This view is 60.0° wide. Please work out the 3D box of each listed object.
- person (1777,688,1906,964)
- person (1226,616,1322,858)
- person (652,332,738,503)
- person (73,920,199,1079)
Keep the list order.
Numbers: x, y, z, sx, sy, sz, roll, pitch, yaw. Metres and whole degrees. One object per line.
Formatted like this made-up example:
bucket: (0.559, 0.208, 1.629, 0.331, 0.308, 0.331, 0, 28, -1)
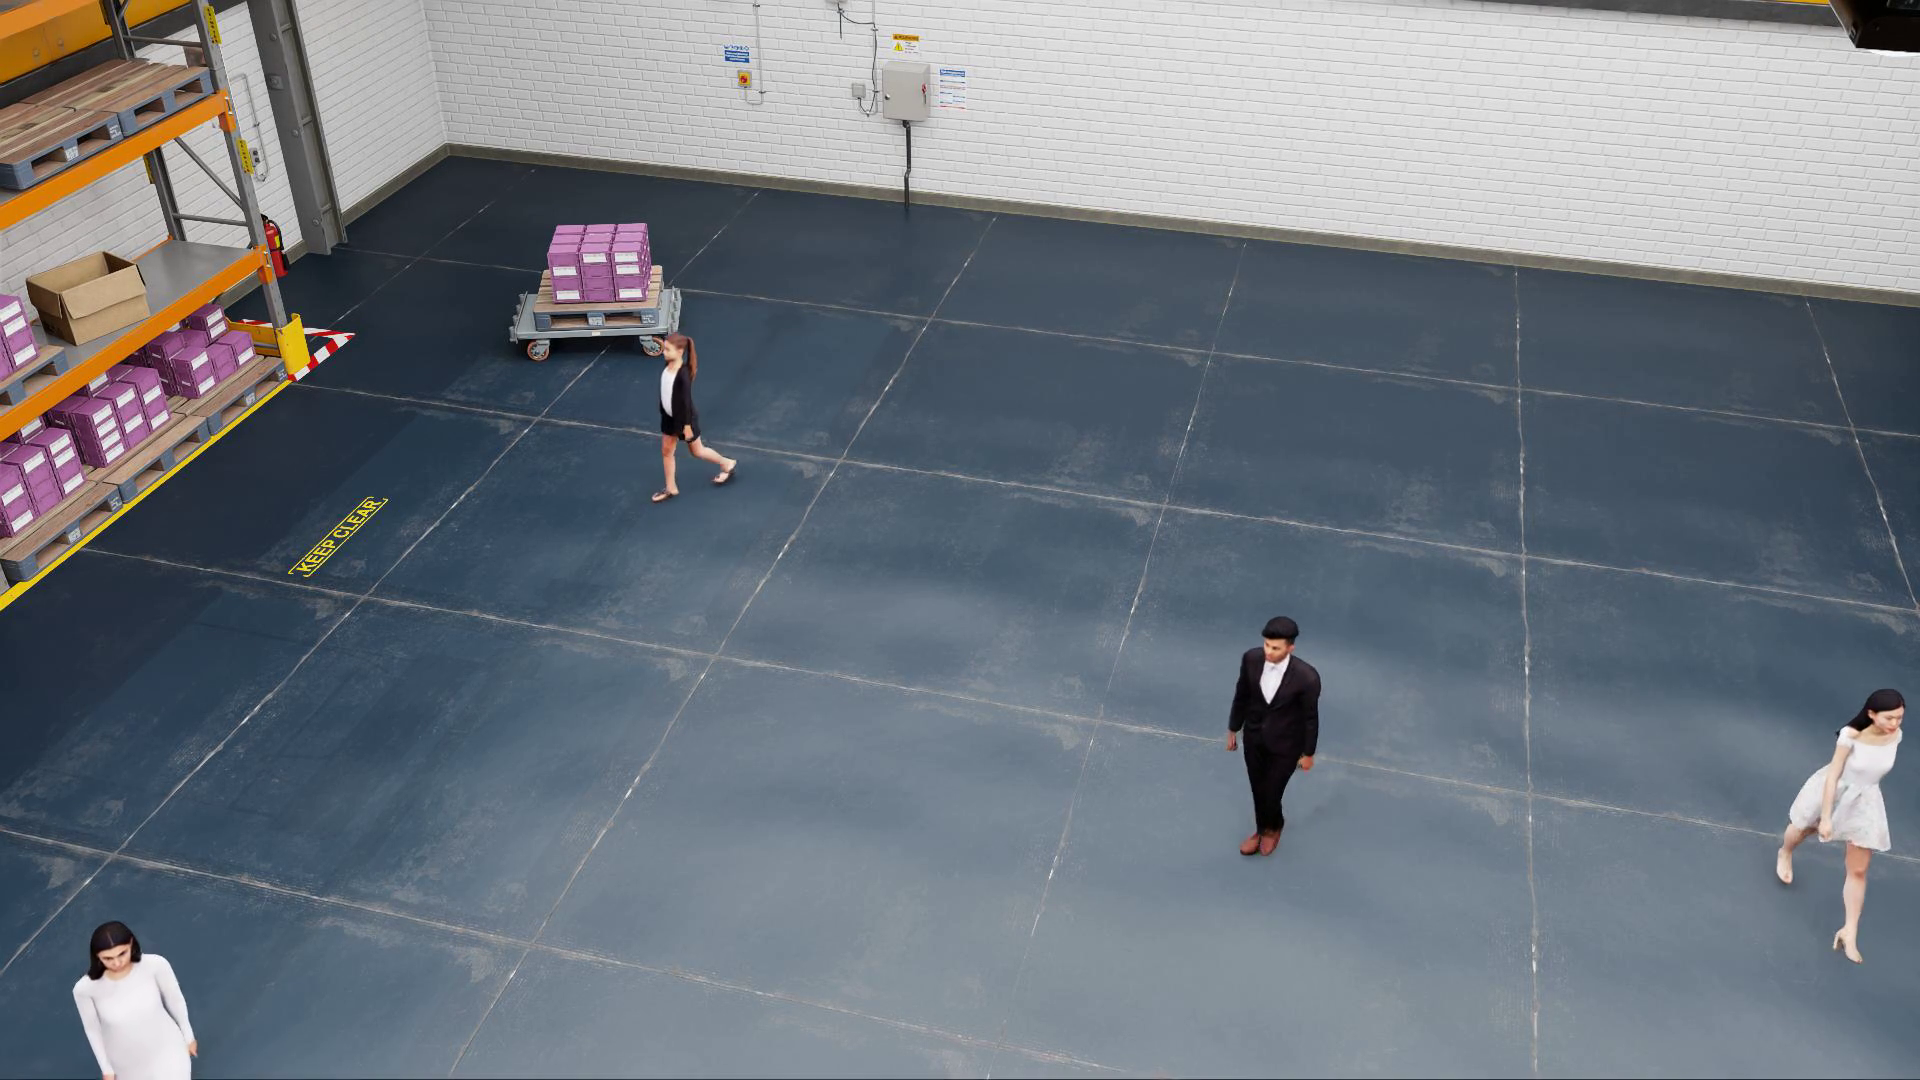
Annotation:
person: (5.264, 1.565, 10.050, 0.838, 1.722, 1.257, 0, 34, -1)
person: (2.021, 1.211, 10.451, 0.835, 1.868, 0.821, 27, 42, 34)
person: (-2.306, -1.068, 14.186, 1.063, 1.529, 0.949, -22, 39, -29)
person: (-4.143, 2.561, 8.486, 0.926, 1.795, 1.005, -16, 37, -22)
